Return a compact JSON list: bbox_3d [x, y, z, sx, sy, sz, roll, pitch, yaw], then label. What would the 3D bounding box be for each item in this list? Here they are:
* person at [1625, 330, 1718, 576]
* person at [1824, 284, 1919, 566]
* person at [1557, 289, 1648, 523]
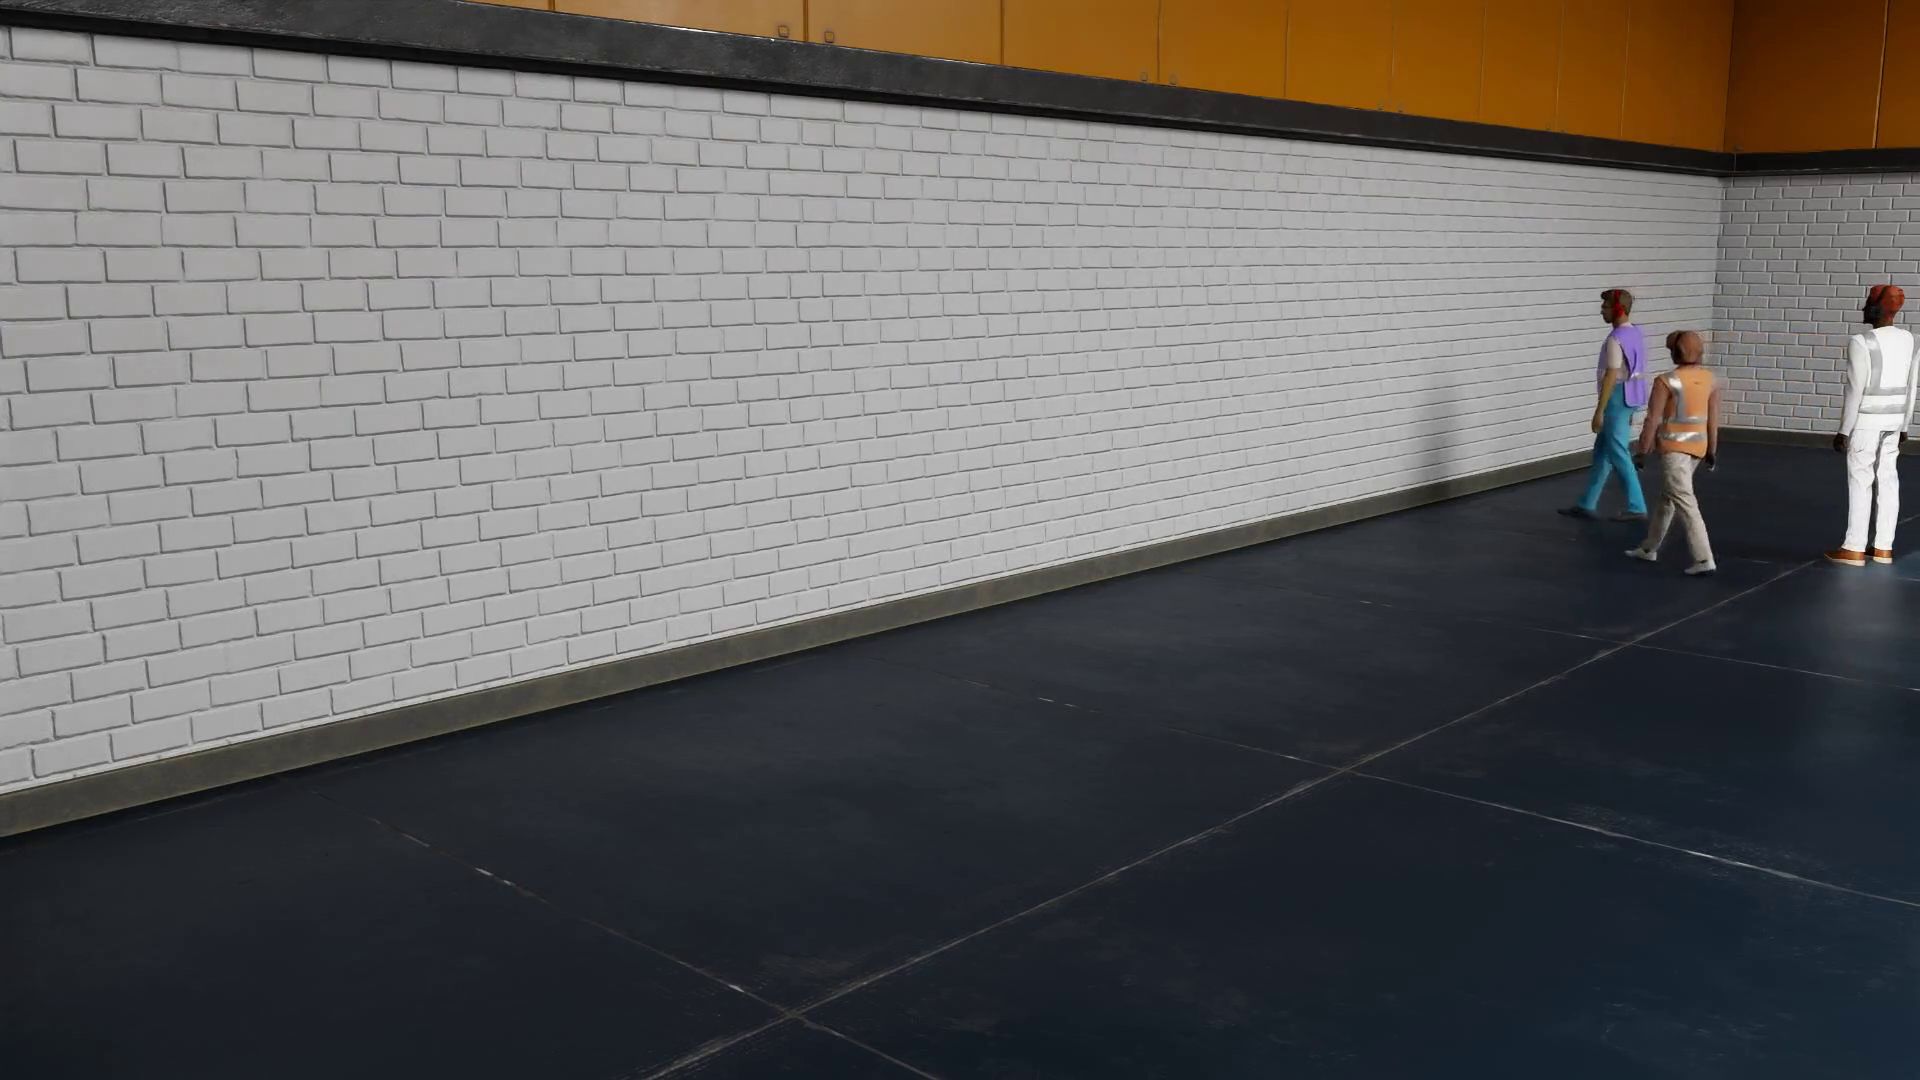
[{"bbox_3d":[4.739,-0.579,10.944,0.530,1.596,0.851,-4,11,-23],"label":"person"},{"bbox_3d":[6.145,-0.766,11.187,0.584,1.884,0.348,-3,10,-17],"label":"person"},{"bbox_3d":[5.080,-1.040,12.958,0.641,1.831,0.595,6,12,32],"label":"person"}]
